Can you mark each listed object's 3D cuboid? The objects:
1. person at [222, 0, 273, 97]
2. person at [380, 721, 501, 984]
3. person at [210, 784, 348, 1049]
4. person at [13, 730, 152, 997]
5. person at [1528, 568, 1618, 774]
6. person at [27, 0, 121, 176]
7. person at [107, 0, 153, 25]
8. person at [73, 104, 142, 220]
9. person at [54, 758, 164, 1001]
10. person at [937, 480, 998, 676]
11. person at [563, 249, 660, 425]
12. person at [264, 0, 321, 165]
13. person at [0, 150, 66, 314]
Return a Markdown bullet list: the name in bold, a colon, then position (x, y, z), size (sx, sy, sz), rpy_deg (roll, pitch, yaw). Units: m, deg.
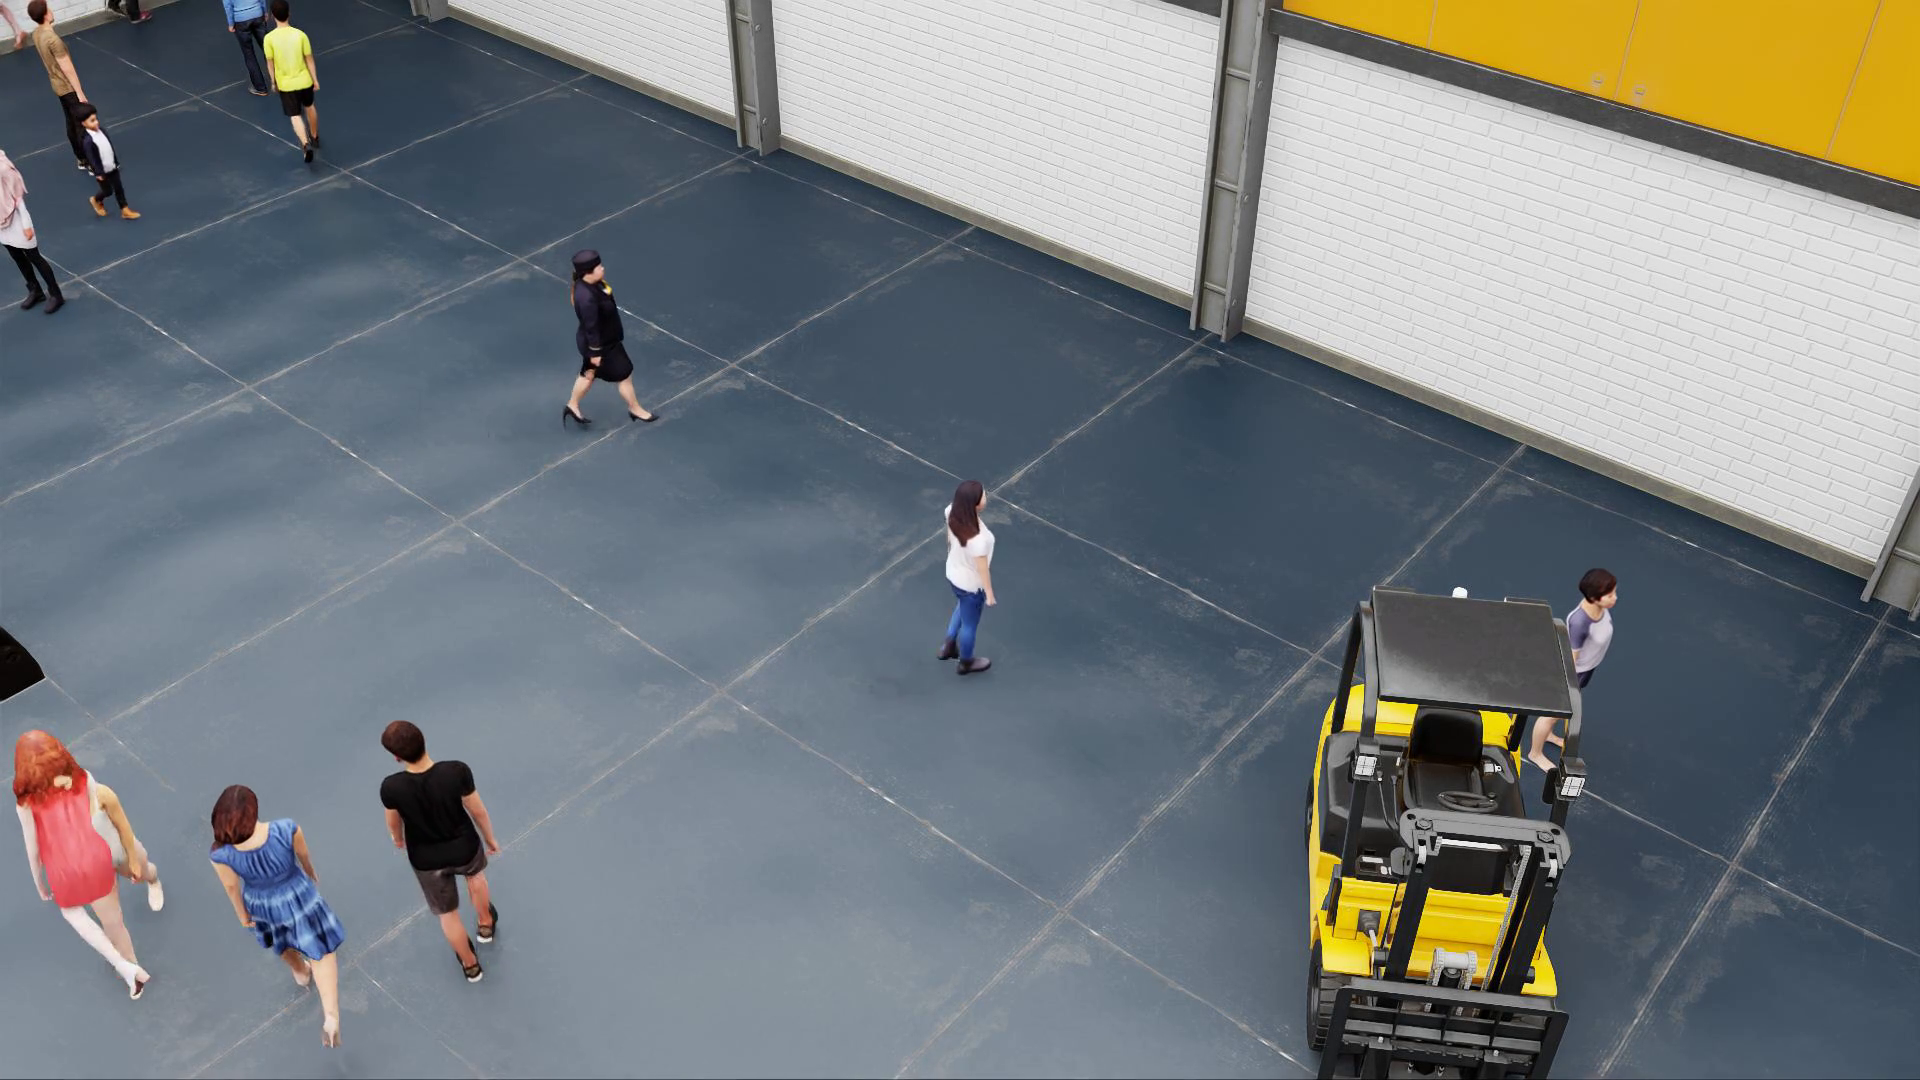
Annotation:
- **person**: position (-8.171, -6.020, 19.054), size (0.539, 1.816, 0.652), rpy_deg (28, 46, 30)
- **person**: position (-2.860, 1.793, 9.261), size (0.871, 1.828, 0.927), rpy_deg (-15, 41, -18)
- **person**: position (-3.627, 2.037, 8.994), size (0.987, 1.780, 1.184), rpy_deg (-14, 41, -17)
- **person**: position (-4.811, 1.851, 9.212), size (0.842, 1.798, 0.643), rpy_deg (25, 45, 28)
- **person**: position (3.949, 0.804, 10.710), size (0.532, 1.565, 0.569), rpy_deg (25, 45, 28)
- **person**: position (-9.374, -4.754, 17.441), size (0.508, 1.850, 0.730), rpy_deg (31, 48, 33)
- **person**: position (-10.558, -7.291, 20.666), size (0.682, 1.790, 0.740), rpy_deg (23, 44, 26)
- **person**: position (-8.670, -3.795, 16.746), size (0.790, 1.218, 0.665), rpy_deg (10, 40, 12)
- **person**: position (-4.842, 1.752, 9.492), size (0.884, 1.603, 1.142), rpy_deg (-14, 41, -17)
- **person**: position (-0.024, 0.307, 11.244), size (0.784, 1.674, 0.679), rpy_deg (-18, 42, -21)
- **person**: position (-3.044, -1.609, 13.674), size (1.135, 1.638, 1.108), rpy_deg (-6, 39, -8)
- **person**: position (-7.080, -4.865, 17.714), size (0.858, 1.683, 1.115), rpy_deg (-19, 42, -22)
- **person**: position (-8.660, -2.923, 15.188), size (0.633, 1.800, 0.757), rpy_deg (12, 40, 14)
